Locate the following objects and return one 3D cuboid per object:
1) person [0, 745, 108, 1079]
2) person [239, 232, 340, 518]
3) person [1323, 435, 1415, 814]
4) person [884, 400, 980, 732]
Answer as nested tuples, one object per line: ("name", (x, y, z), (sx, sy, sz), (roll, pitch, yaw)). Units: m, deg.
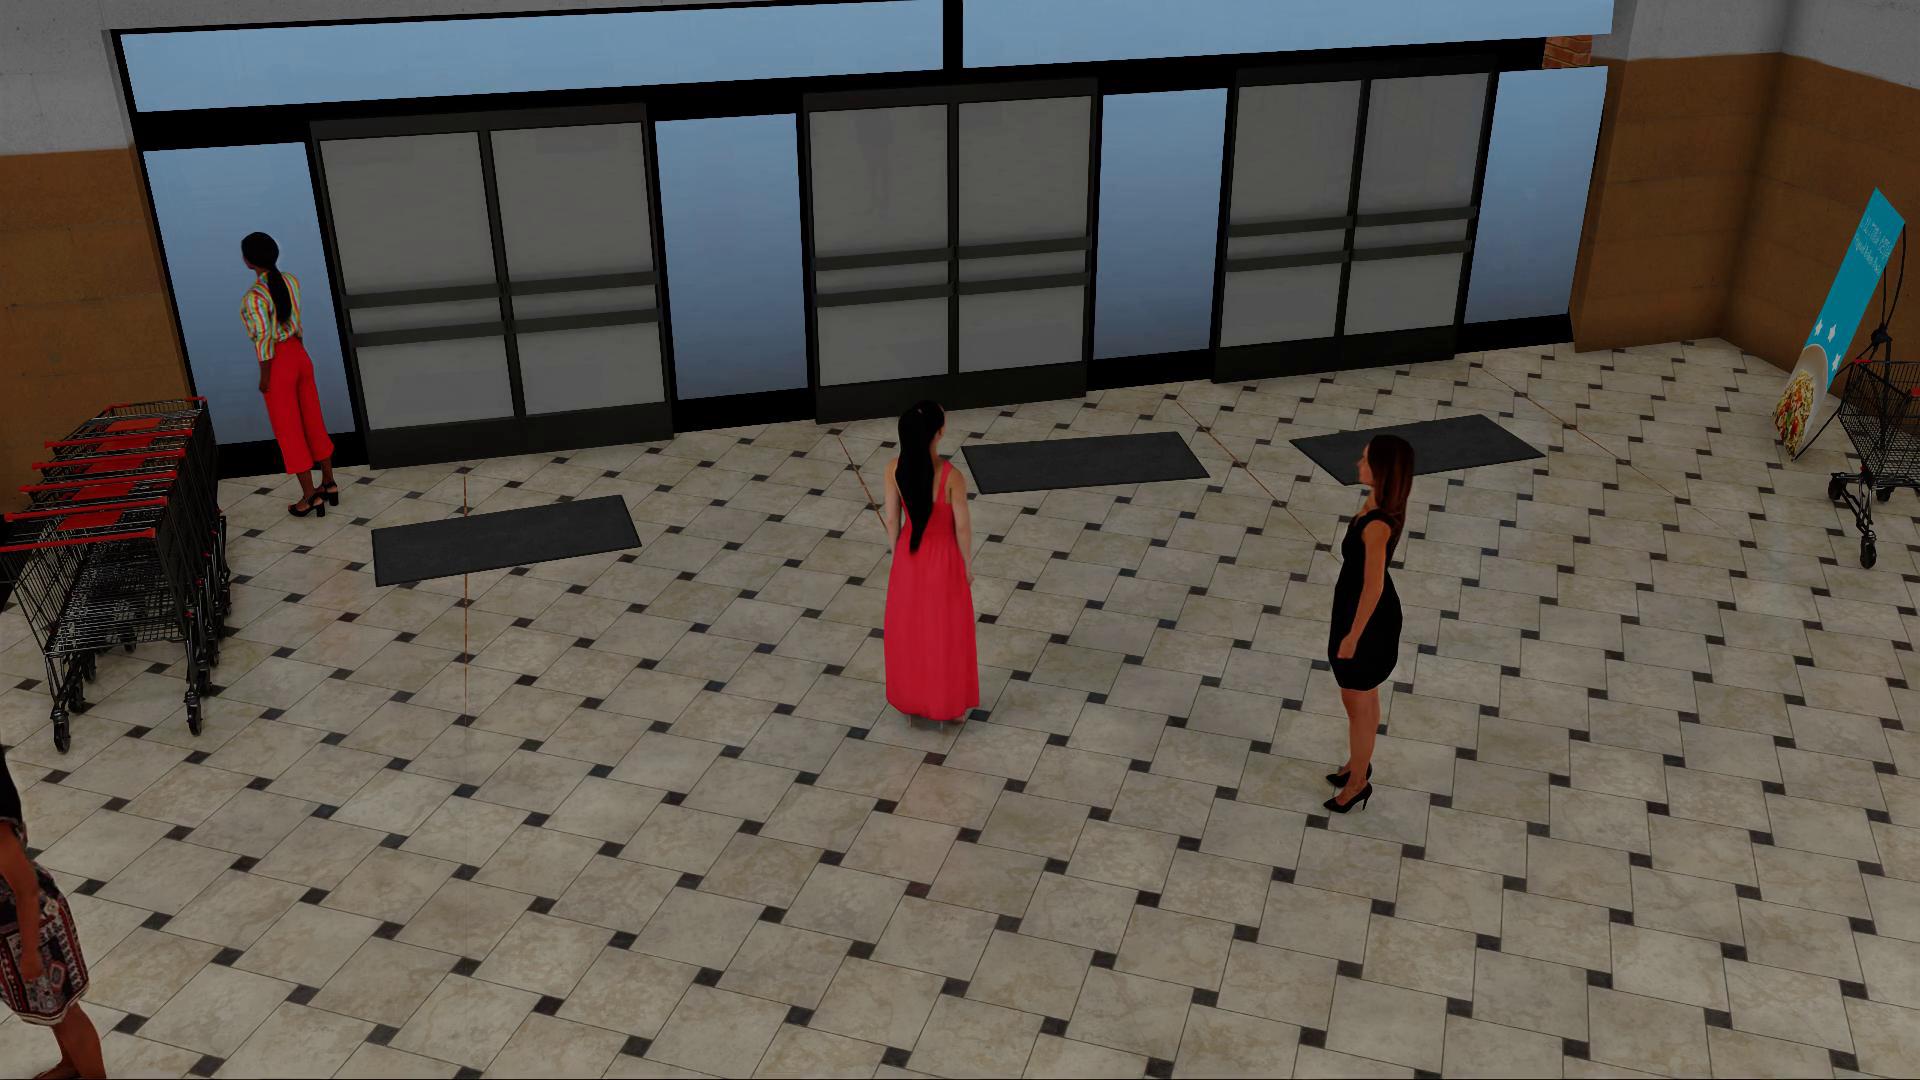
("person", (-3.219, 1.310, 5.704), (0.786, 1.645, 0.634), (-21, 34, -35))
("person", (-4.084, -0.993, 10.084), (0.744, 1.792, 0.639), (8, 28, 15))
("person", (1.783, 0.389, 7.313), (0.730, 1.834, 0.635), (9, 28, 17))
("person", (-0.148, 0.136, 7.929), (0.715, 1.727, 0.752), (10, 29, 19))
